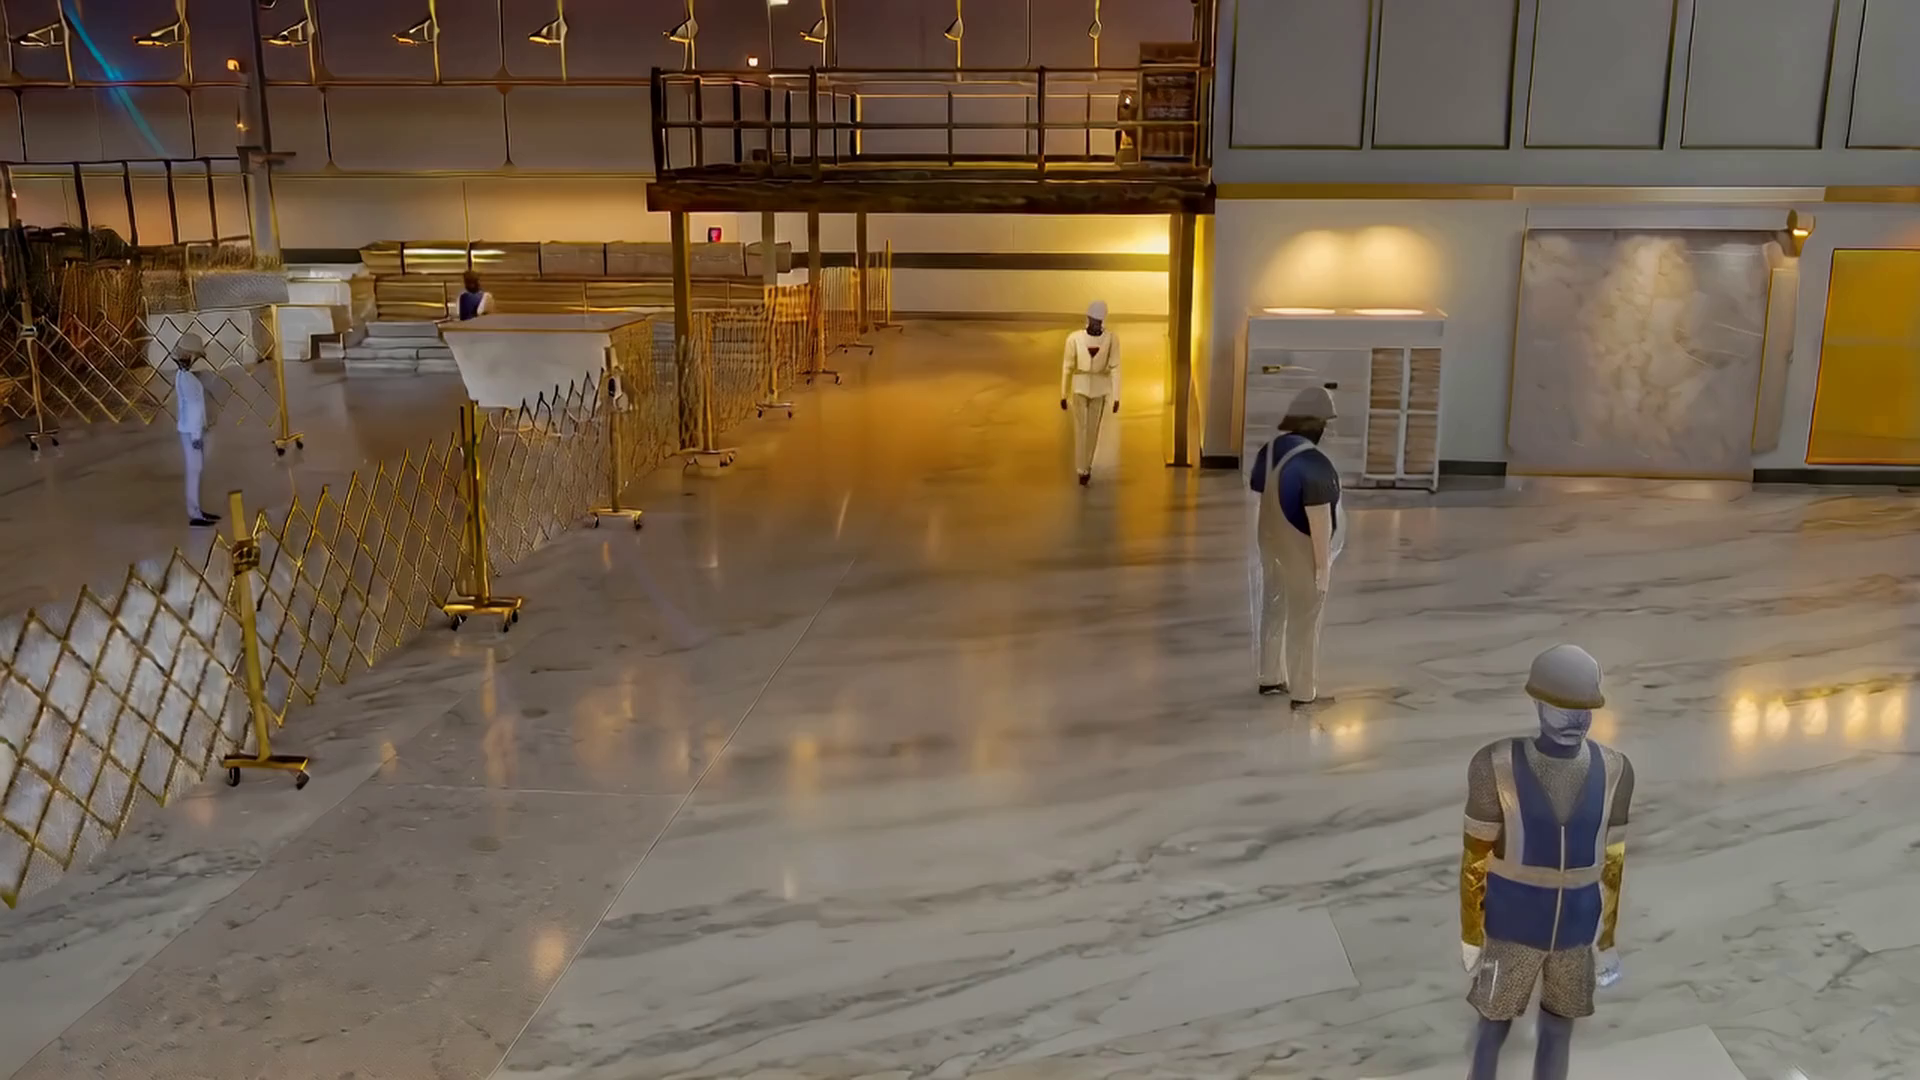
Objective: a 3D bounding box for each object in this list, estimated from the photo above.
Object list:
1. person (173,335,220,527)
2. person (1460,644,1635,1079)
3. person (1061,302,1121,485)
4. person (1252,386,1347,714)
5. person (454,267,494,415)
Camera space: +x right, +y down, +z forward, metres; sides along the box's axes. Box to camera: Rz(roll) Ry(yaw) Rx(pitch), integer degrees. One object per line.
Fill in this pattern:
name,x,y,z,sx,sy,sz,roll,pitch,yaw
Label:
person,-6.980,-0.995,15.197,0.333,1.761,0.526,-7,15,-25
person,1.931,1.277,5.525,0.545,1.943,0.347,0,14,0
person,1.355,-1.520,17.120,0.603,1.862,1.025,0,14,0
person,2.135,0.047,10.350,0.536,2.000,0.684,-6,15,-22
person,-6.198,-2.538,21.261,0.581,1.880,0.479,5,15,19
